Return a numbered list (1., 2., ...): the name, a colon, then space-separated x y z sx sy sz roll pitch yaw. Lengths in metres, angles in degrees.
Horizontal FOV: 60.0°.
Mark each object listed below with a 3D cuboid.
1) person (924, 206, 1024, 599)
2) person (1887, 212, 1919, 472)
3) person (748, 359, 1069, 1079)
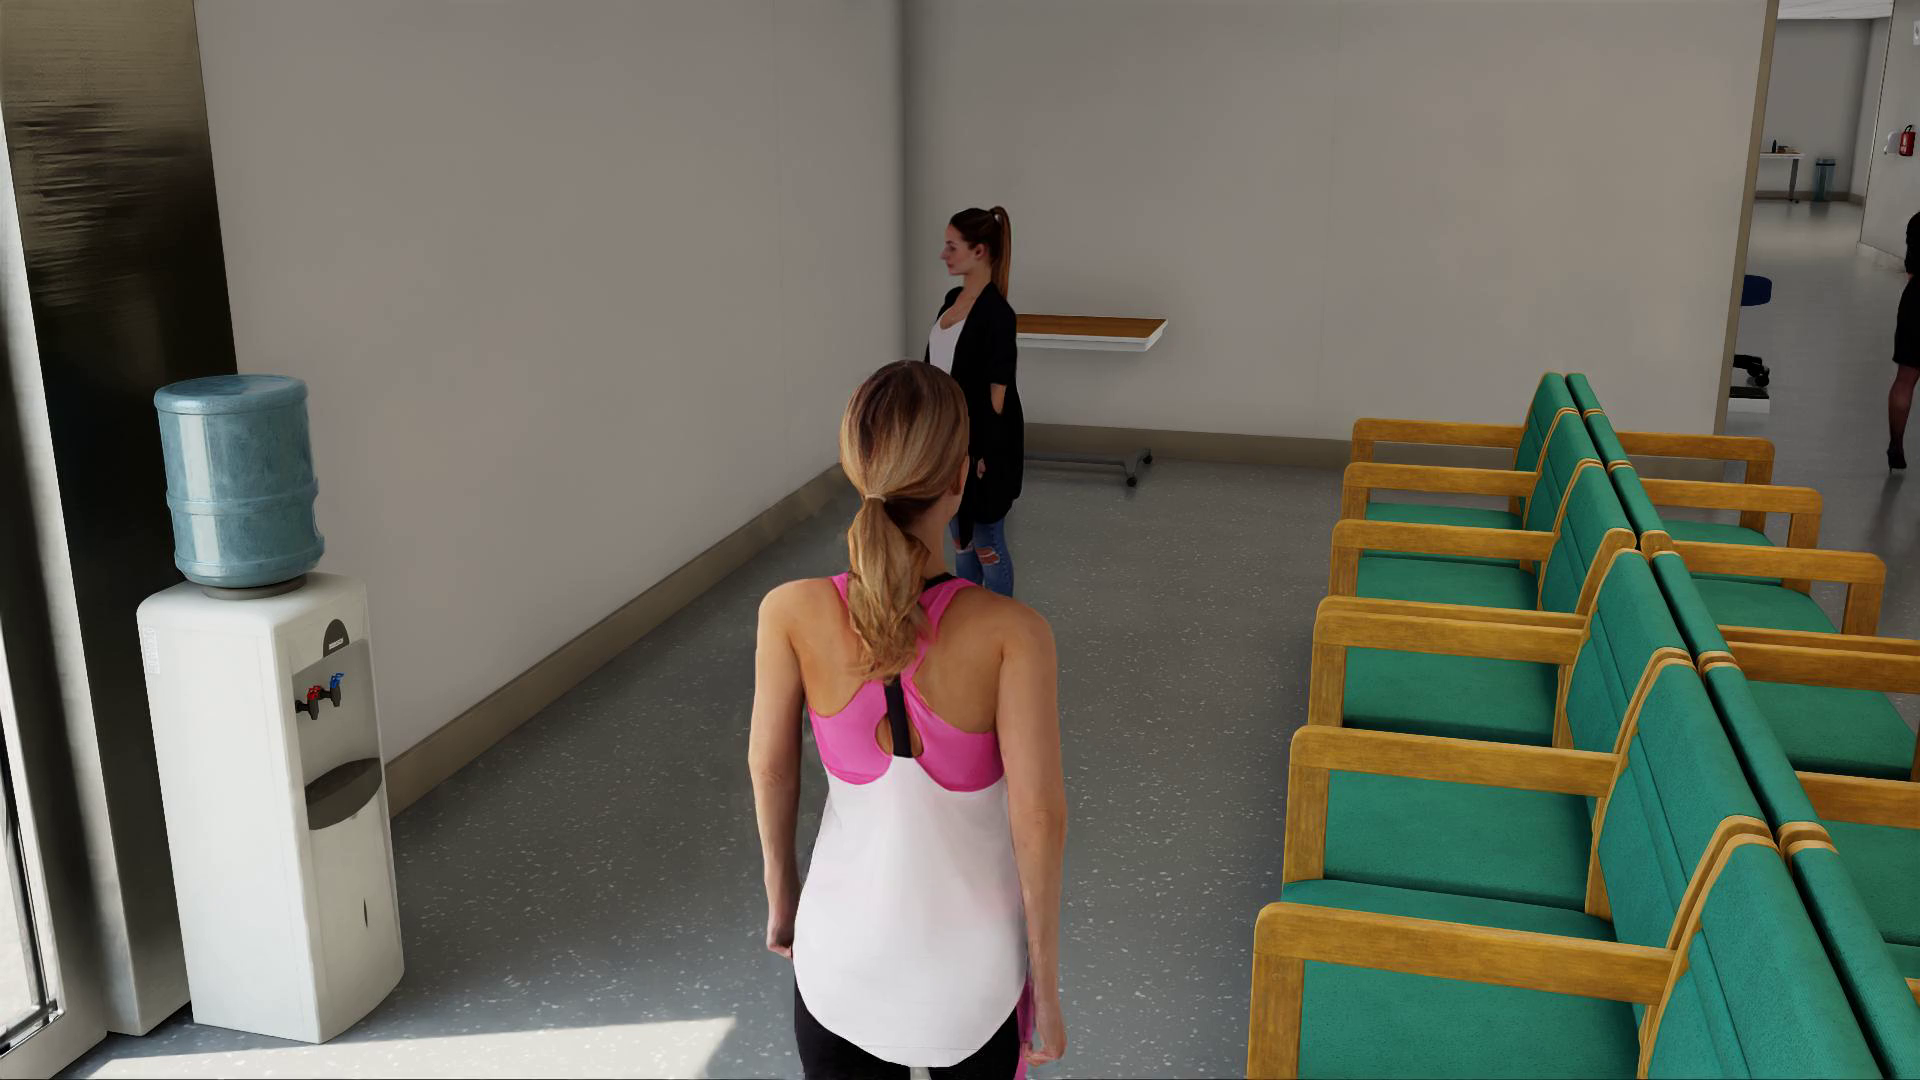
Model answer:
1. person: 0.061 -0.361 6.058 0.769 1.688 0.716 -8 18 -26
2. person: 5.224 -1.185 9.011 0.987 1.673 0.984 -12 20 -36
3. person: -0.095 0.667 2.269 0.881 1.767 0.709 3 16 12
